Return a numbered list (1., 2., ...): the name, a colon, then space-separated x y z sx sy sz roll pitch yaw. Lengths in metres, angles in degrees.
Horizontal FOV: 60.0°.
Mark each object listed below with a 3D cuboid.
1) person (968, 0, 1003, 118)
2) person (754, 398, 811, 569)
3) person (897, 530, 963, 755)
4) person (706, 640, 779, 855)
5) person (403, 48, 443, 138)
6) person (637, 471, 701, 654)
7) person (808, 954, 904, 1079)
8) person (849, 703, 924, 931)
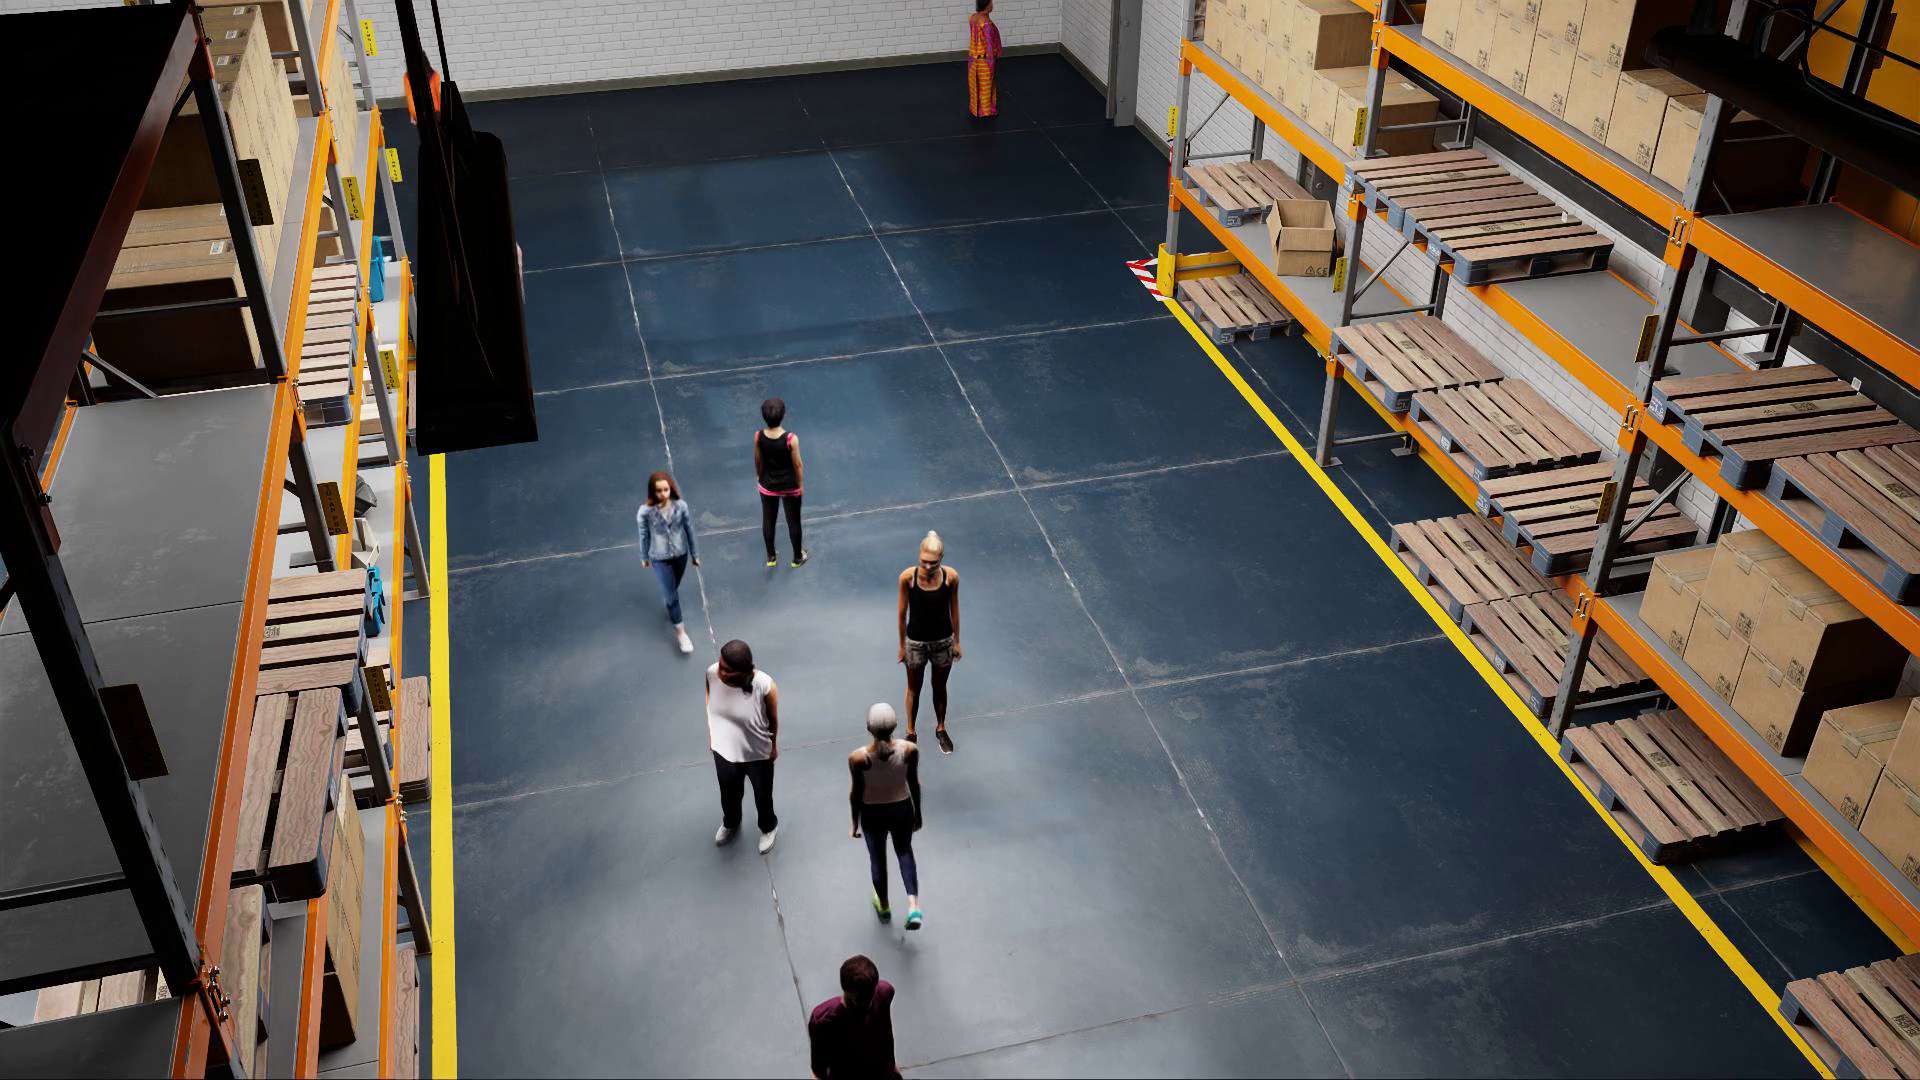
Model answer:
1. person: 0.335 -6.765 23.097 0.768 1.688 0.665 -17 37 -24
2. person: -1.498 -0.477 13.760 0.618 1.552 0.627 6 34 9
3. person: -0.222 0.703 11.717 0.635 1.849 0.556 -5 34 -7
4. person: -1.425 1.334 10.913 0.765 1.687 0.793 11 35 16
5. person: -6.664 -5.271 20.836 0.840 1.705 1.181 1 34 1
6. person: -2.288 0.087 13.008 0.706 1.445 1.021 -15 36 -21
7. person: -0.531 2.796 8.570 0.734 1.847 0.698 -23 40 -31
8. person: -0.428 1.768 10.256 0.611 1.693 0.821 -10 35 -15
